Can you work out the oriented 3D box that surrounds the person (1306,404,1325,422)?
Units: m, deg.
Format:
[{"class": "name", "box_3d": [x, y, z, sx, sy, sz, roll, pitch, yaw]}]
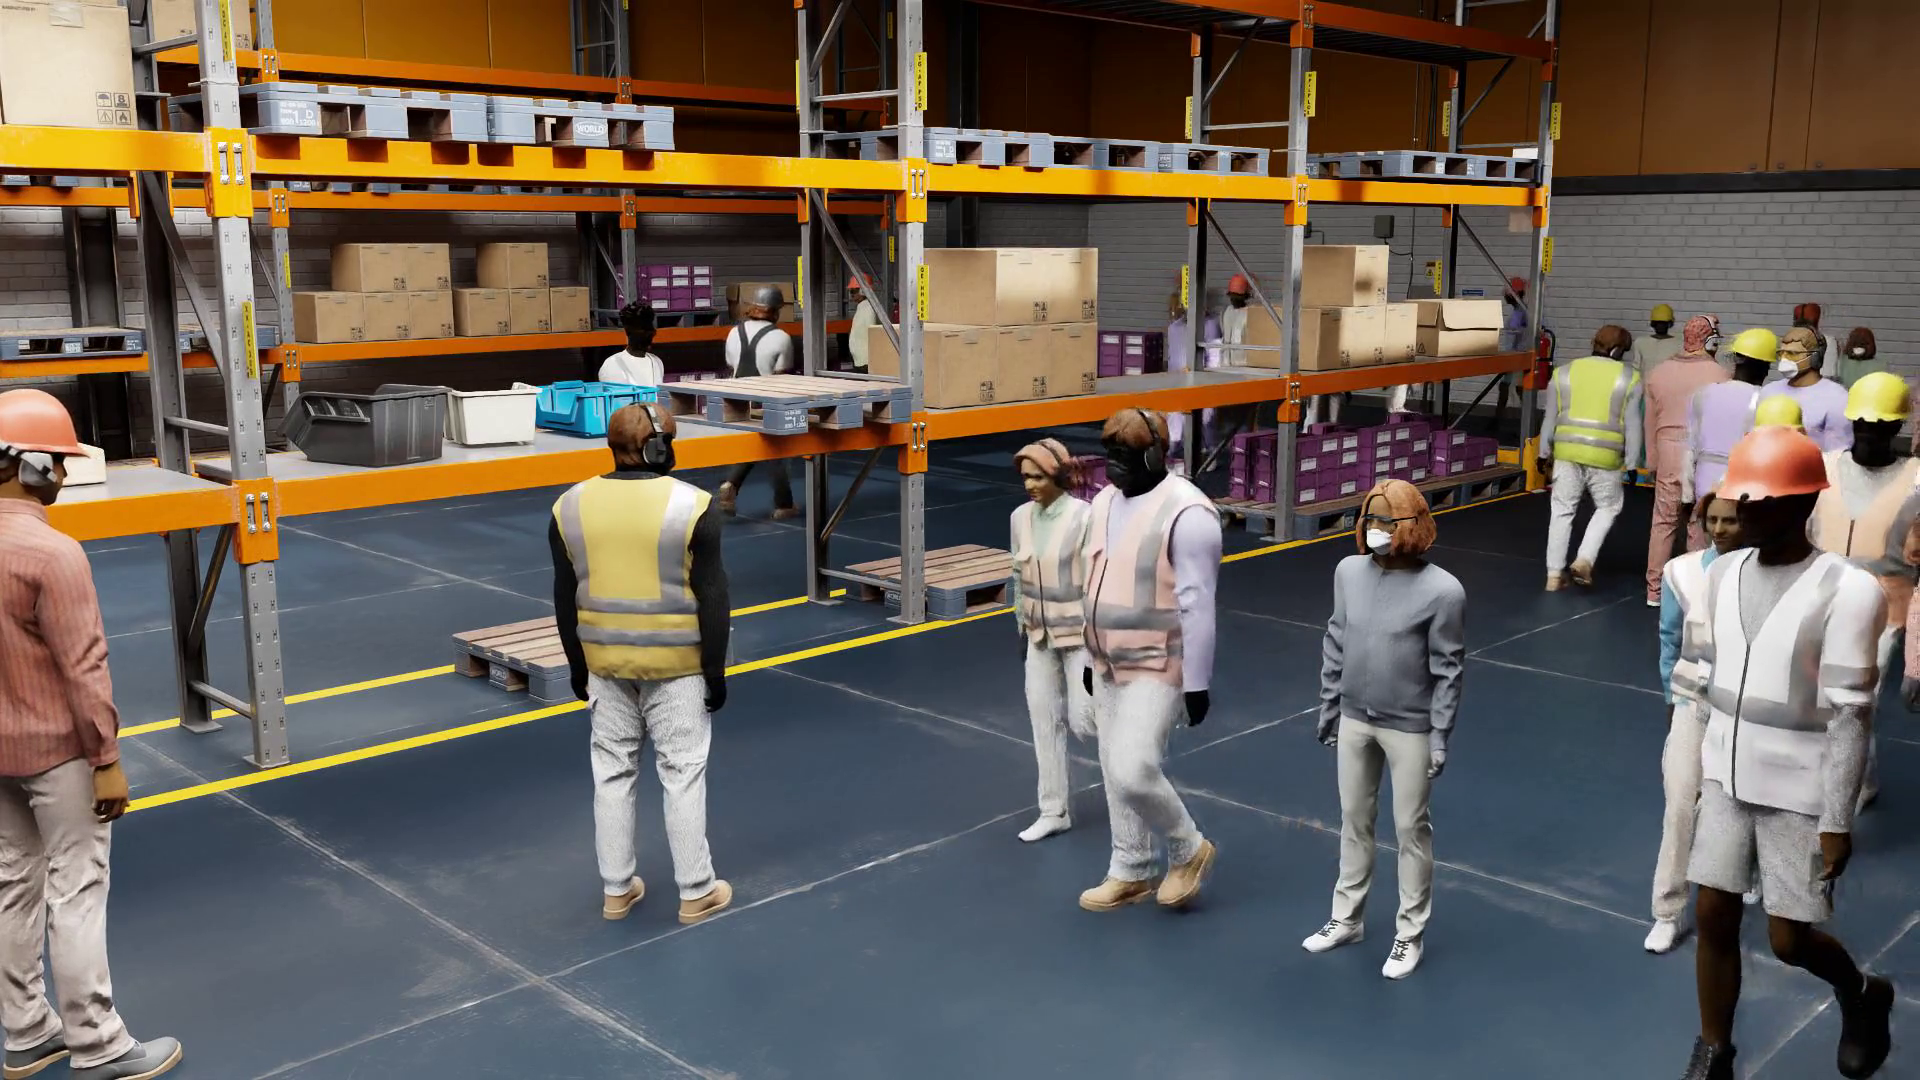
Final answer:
[{"class": "person", "box_3d": [4.032, -1.925, 18.532, 0.548, 1.901, 0.792, 2, 11, 11]}]

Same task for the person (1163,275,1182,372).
[{"class": "person", "box_3d": [3.293, -3.020, 24.540, 0.578, 1.871, 1.010, -8, 13, -36]}]

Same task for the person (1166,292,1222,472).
[{"class": "person", "box_3d": [2.337, -1.577, 16.747, 0.650, 1.860, 0.991, 8, 13, 38]}]

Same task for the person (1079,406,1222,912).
[{"class": "person", "box_3d": [0.625, 0.440, 5.829, 0.450, 1.824, 0.656, -6, 12, -28]}]

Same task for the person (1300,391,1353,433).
[{"class": "person", "box_3d": [3.537, -1.467, 16.095, 0.596, 1.881, 0.351, -4, 11, -19]}]

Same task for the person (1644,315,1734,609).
[{"class": "person", "box_3d": [4.661, -0.470, 10.574, 0.410, 1.909, 0.643, -7, 12, -32]}]

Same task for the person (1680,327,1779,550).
[{"class": "person", "box_3d": [4.352, -0.263, 9.501, 0.773, 1.898, 0.596, -6, 12, -30]}]

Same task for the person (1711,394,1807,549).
[{"class": "person", "box_3d": [3.570, 0.213, 7.332, 0.505, 1.728, 0.508, 5, 11, 24]}]

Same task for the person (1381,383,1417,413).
[{"class": "person", "box_3d": [4.911, -1.742, 18.319, 0.637, 1.604, 0.520, -3, 11, -15]}]

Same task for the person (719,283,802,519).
[{"class": "person", "box_3d": [-1.671, -1.161, 13.973, 0.690, 2.000, 0.733, 6, 12, 31]}]

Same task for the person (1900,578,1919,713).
[{"class": "person", "box_3d": [3.545, 0.463, 5.598, 0.684, 1.862, 0.955, 9, 14, 41]}]

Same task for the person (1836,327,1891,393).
[{"class": "person", "box_3d": [7.736, -1.024, 14.371, 0.520, 1.615, 0.434, 6, 12, 31]}]

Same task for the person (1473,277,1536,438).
[{"class": "person", "box_3d": [6.533, -2.173, 19.875, 0.889, 1.898, 0.556, 6, 12, 29]}]

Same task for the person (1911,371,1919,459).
[{"class": "person", "box_3d": [7.482, -0.764, 12.566, 0.532, 1.765, 0.328, 4, 11, 19]}]

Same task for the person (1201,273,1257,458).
[{"class": "person", "box_3d": [2.919, -1.847, 17.834, 0.938, 1.987, 0.621, -8, 13, -39]}]

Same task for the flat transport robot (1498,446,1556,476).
[{"class": "flat transport robot", "box_3d": [5.490, -0.834, 17.020, 0.652, 0.197, 1.431, -8, 13, -38]}]

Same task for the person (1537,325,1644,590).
[{"class": "person", "box_3d": [4.227, -0.538, 11.215, 0.727, 1.807, 0.436, 7, 13, 35]}]

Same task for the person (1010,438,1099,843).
[{"class": "person", "box_3d": [0.478, 0.385, 6.673, 0.573, 1.618, 0.554, -10, 14, -42]}]

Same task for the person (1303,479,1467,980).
[{"class": "person", "box_3d": [1.389, 0.608, 5.437, 0.278, 1.634, 0.497, -10, 14, -42]}]

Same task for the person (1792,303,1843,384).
[{"class": "person", "box_3d": [7.439, -1.153, 14.536, 0.665, 1.811, 1.038, -3, 11, -18]}]

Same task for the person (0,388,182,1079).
[{"class": "person", "box_3d": [-2.554, 0.573, 4.661, 0.608, 1.989, 0.386, 5, 12, 27]}]

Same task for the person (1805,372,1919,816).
[{"class": "person", "box_3d": [3.563, 0.271, 6.612, 0.998, 1.876, 0.590, -8, 13, -38]}]

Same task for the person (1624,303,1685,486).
[{"class": "person", "box_3d": [6.661, -1.378, 15.925, 0.530, 1.766, 0.356, 7, 13, 35]}]

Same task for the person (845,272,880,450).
[{"class": "person", "box_3d": [-1.088, -2.011, 18.736, 0.396, 1.992, 0.622, -3, 11, -15]}]

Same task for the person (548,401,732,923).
[{"class": "person", "box_3d": [-1.095, 0.434, 5.830, 0.624, 1.841, 0.430, 2, 11, 12]}]

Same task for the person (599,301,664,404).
[{"class": "person", "box_3d": [-2.177, -0.625, 11.279, 0.388, 1.958, 0.607, 5, 11, 24]}]

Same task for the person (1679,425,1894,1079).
[{"class": "person", "box_3d": [2.238, 0.640, 4.497, 0.685, 1.921, 0.569, -5, 11, -24]}]

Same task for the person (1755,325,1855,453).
[{"class": "person", "box_3d": [4.409, -0.166, 8.828, 0.373, 1.940, 0.629, -4, 11, -22]}]

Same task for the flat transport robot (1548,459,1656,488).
[{"class": "flat transport robot", "box_3d": [6.483, -0.643, 15.979, 1.431, 0.197, 0.652, 10, 14, 43]}]

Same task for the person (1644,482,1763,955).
[{"class": "person", "box_3d": [2.679, 0.568, 5.772, 0.505, 1.593, 0.886, 8, 13, 36]}]
